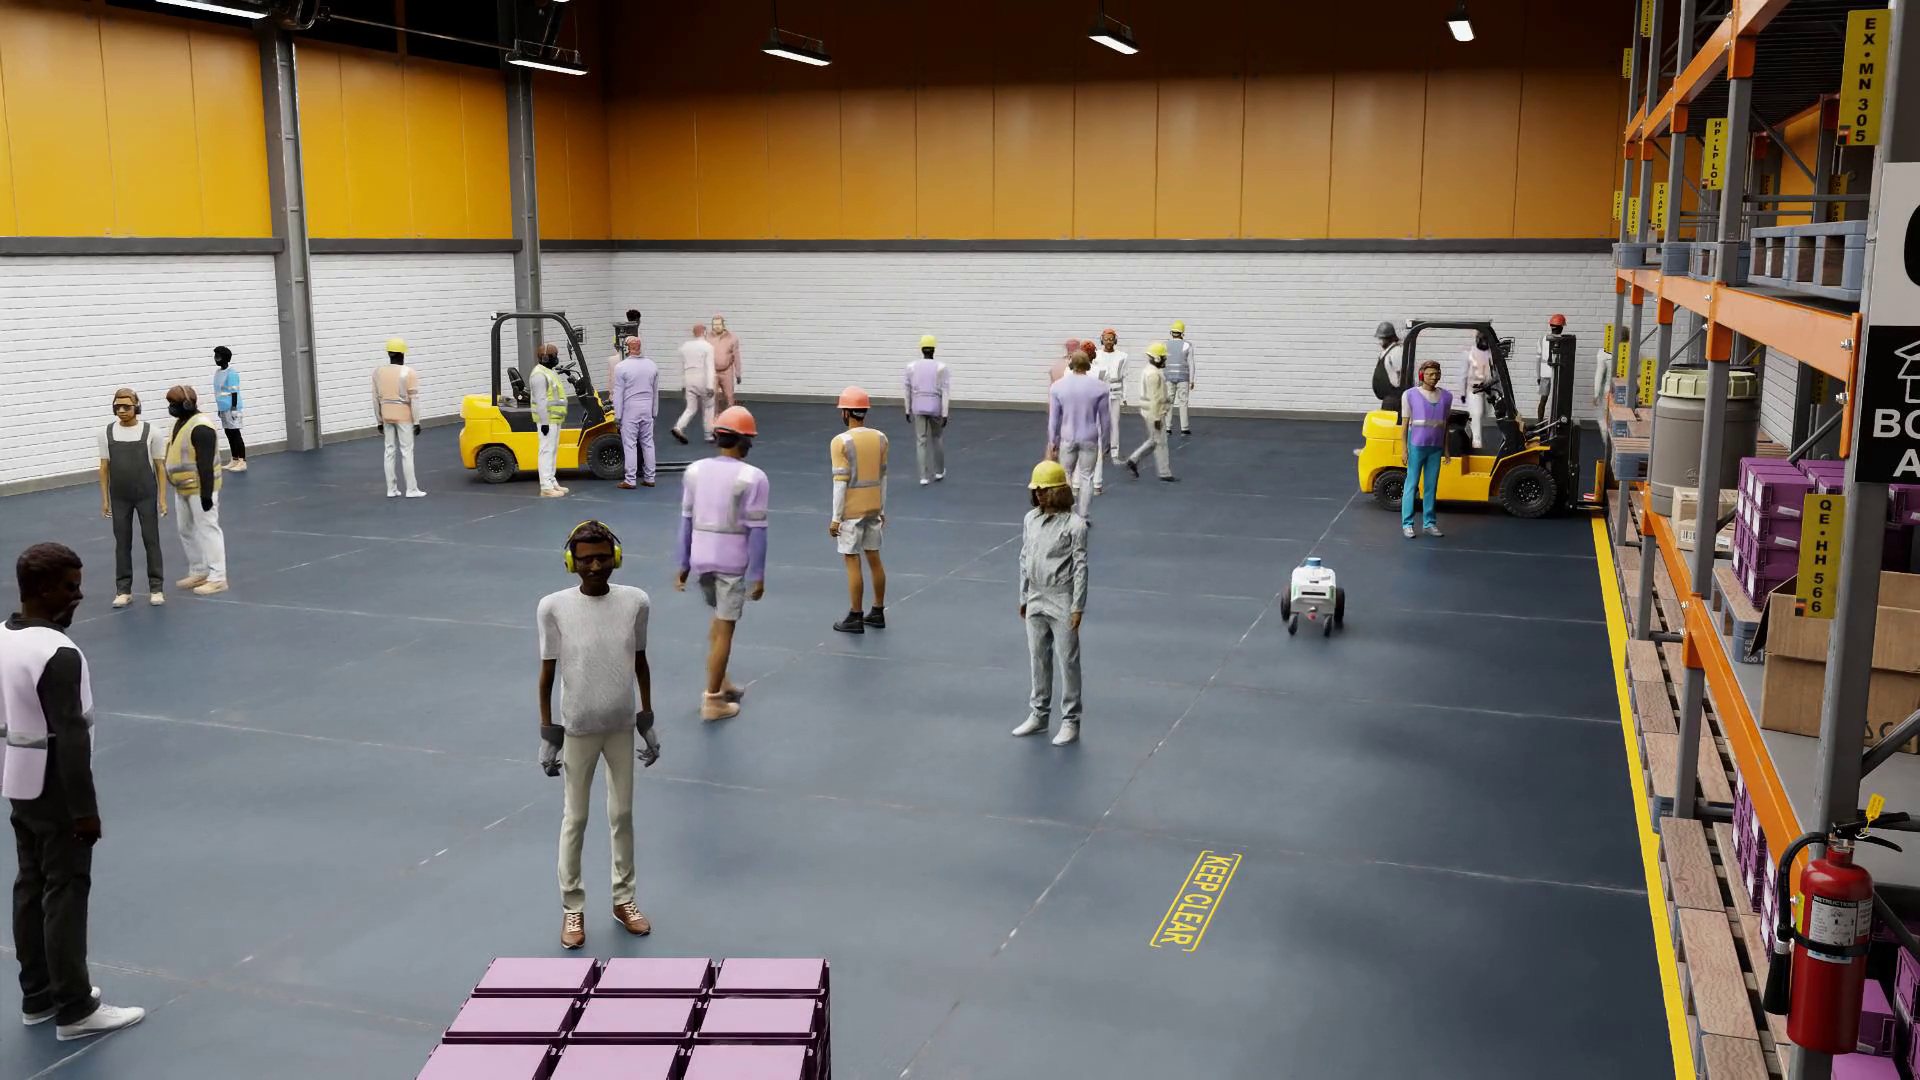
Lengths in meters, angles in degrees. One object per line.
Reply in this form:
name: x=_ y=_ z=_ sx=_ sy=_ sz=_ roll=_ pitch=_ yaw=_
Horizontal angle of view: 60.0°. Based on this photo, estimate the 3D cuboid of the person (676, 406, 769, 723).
person: x=-1.494 y=0.144 z=10.742 sx=0.626 sy=1.998 sz=0.750 roll=5 pitch=11 yaw=27

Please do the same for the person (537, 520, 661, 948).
person: x=-1.567 y=0.829 z=7.237 sx=0.532 sy=1.868 sz=0.310 roll=-5 pitch=11 yaw=-26

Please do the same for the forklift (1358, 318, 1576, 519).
forklift: x=5.787 y=-1.437 z=19.079 sx=2.313 sy=2.155 sz=1.214 roll=3 pitch=11 yaw=19

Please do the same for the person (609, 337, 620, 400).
person: x=-4.901 y=-2.137 z=24.228 sx=0.320 sy=1.769 sz=0.523 roll=9 pitch=13 yaw=40

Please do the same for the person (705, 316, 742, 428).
person: x=-3.927 y=-2.724 z=27.250 sx=0.693 sy=1.872 sz=0.716 roll=-1 pitch=10 yaw=-4

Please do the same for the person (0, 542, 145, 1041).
person: x=-3.495 y=0.961 z=6.376 sx=0.590 sy=1.911 sz=0.391 roll=8 pitch=13 yaw=38

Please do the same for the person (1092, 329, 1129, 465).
person: x=2.036 y=-1.968 z=22.950 sx=0.575 sy=1.882 sz=0.355 roll=0 pitch=10 yaw=-1

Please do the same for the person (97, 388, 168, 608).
person: x=-6.932 y=-0.354 z=13.965 sx=0.506 sy=1.847 sz=0.350 roll=-3 pitch=10 yaw=-15

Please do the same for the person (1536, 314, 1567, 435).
person: x=9.468 y=-2.632 z=26.533 sx=0.376 sy=1.935 sz=0.550 roll=-7 pitch=12 yaw=-35

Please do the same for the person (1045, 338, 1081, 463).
person: x=1.417 y=-1.608 z=20.993 sx=0.972 sy=1.856 sz=0.663 roll=-10 pitch=14 yaw=-43

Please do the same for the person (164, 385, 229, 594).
person: x=-6.681 y=-0.439 z=14.512 sx=0.647 sy=1.833 sz=0.430 roll=9 pitch=14 yaw=43

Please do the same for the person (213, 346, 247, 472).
person: x=-9.814 y=-1.759 z=22.314 sx=0.320 sy=1.694 sz=0.534 roll=-10 pitch=14 yaw=-44

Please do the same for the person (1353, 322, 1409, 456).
person: x=6.133 y=-2.140 z=23.470 sx=1.097 sy=2.000 sz=0.733 roll=1 pitch=10 yaw=5

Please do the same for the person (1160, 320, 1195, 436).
person: x=3.459 y=-2.573 z=26.491 sx=0.588 sy=1.835 sz=0.403 roll=4 pitch=11 yaw=21

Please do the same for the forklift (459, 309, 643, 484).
forklift: x=-5.354 y=-1.902 z=21.697 sx=2.313 sy=2.155 sz=1.214 roll=-2 pitch=10 yaw=-13

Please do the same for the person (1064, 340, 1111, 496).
person: x=1.532 y=-1.472 z=20.151 sx=0.586 sy=1.882 sz=0.343 roll=0 pitch=10 yaw=-2

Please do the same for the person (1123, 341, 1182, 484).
person: x=2.472 y=-1.620 z=21.175 sx=0.686 sy=1.815 sz=0.612 roll=0 pitch=10 yaw=2

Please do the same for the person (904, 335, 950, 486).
person: x=-0.411 y=-1.666 z=21.246 sx=0.593 sy=1.883 sz=0.941 roll=1 pitch=10 yaw=4

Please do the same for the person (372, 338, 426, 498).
person: x=-6.737 y=-1.458 z=19.948 sx=0.589 sy=1.927 sz=0.386 roll=2 pitch=10 yaw=13

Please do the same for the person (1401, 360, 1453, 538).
person: x=4.838 y=-0.948 z=17.306 sx=0.567 sy=1.847 sz=0.389 roll=-3 pitch=10 yaw=-15

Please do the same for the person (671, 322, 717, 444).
person: x=-4.024 y=-2.365 z=25.254 sx=0.681 sy=1.867 sz=0.818 roll=5 pitch=11 yaw=27

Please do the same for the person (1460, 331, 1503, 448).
person: x=7.643 y=-2.203 z=24.459 sx=0.633 sy=1.821 sz=0.755 roll=-1 pitch=10 yaw=-4

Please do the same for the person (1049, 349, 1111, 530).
person: x=1.274 y=-1.056 z=17.664 sx=0.651 sy=1.934 sz=0.396 roll=2 pitch=10 yaw=11

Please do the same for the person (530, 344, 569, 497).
person: x=-4.957 y=-1.445 z=20.122 sx=0.429 sy=1.841 sz=0.634 roll=0 pitch=10 yaw=-1

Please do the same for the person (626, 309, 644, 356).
person: x=-5.515 y=-2.911 z=28.077 sx=0.392 sy=1.952 sz=0.610 roll=4 pitch=11 yaw=19

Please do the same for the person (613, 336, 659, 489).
person: x=-4.059 y=-1.587 z=20.764 sx=0.401 sy=1.903 sz=0.644 roll=9 pitch=14 yaw=42

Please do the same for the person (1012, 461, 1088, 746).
person: x=0.546 y=0.379 z=10.126 sx=0.492 sy=1.740 sz=0.325 roll=9 pitch=14 yaw=42

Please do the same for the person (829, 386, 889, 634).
person: x=-0.814 y=-0.237 z=13.043 sx=0.548 sy=1.937 sz=0.379 roll=-10 pitch=14 yaw=-44

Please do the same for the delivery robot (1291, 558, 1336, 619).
delivery robot: x=2.801 y=0.384 z=13.178 sx=0.477 sy=0.478 sz=0.707 roll=2 pitch=10 yaw=11

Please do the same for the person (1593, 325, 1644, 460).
person: x=9.151 y=-2.032 z=23.179 sx=0.655 sy=1.926 sz=0.437 roll=1 pitch=10 yaw=4
